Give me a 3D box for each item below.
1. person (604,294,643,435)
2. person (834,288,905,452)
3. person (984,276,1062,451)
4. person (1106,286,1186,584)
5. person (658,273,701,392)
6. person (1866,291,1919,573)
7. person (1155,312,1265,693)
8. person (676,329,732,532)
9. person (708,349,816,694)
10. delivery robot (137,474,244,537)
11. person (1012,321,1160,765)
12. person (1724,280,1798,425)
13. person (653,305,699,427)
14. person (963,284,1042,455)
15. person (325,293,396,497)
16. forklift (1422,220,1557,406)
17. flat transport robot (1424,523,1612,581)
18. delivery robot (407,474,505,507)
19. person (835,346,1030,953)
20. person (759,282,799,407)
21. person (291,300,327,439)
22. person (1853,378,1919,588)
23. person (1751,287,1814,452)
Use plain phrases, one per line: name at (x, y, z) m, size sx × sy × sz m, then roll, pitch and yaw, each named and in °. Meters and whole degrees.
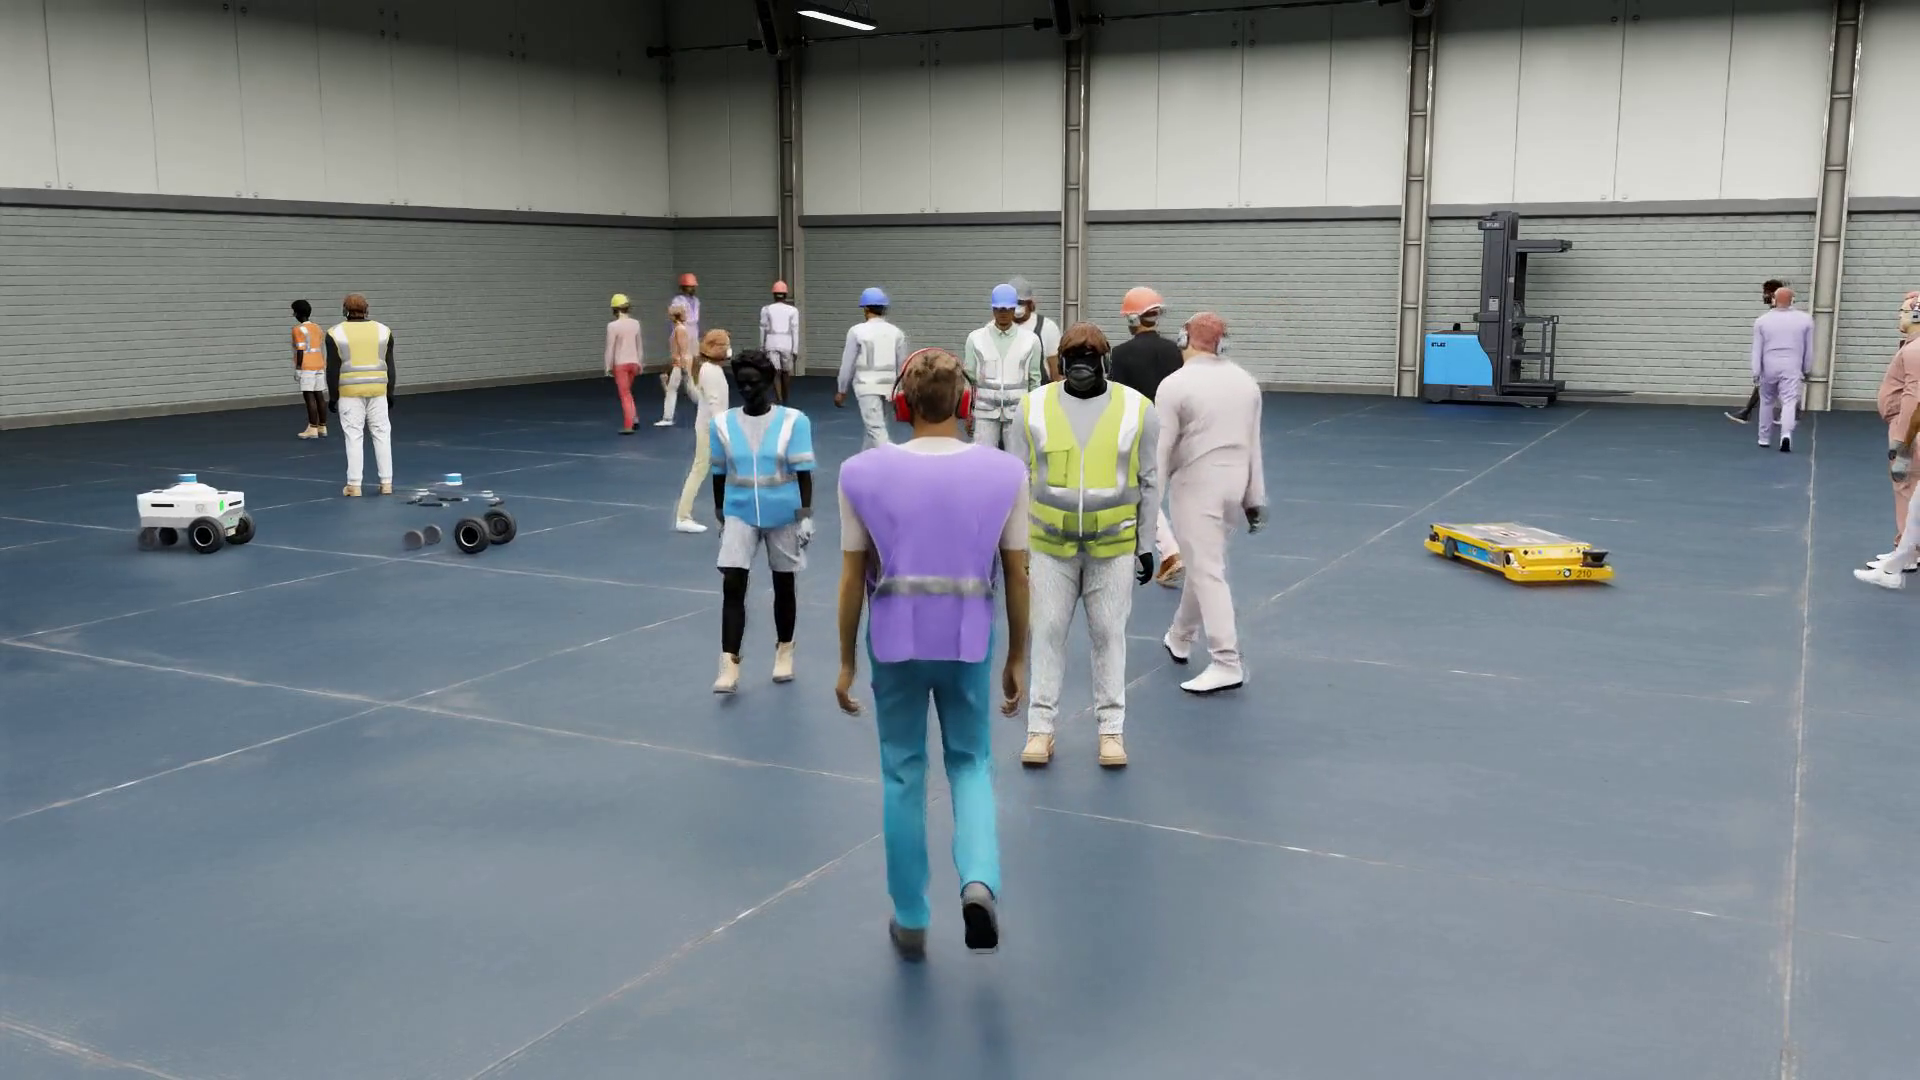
person at (-4.235, -2.203, 20.863) m, size 0.407 × 1.749 × 0.553 m, roll 6°, pitch 11°, yaw 34°
person at (-0.791, -1.378, 15.382) m, size 0.604 × 1.895 × 1.021 m, roll -8°, pitch 12°, yaw -42°
person at (0.531, -1.271, 14.386) m, size 0.704 × 2.000 × 0.763 m, roll 1°, pitch 9°, yaw 7°
person at (1.247, -0.701, 11.050) m, size 0.638 × 1.955 × 1.000 m, roll -5°, pitch 11°, yaw -30°
person at (-4.451, -3.274, 26.712) m, size 0.782 × 2.018 × 0.608 m, roll 6°, pitch 11°, yaw 33°
person at (6.506, -0.742, 11.403) m, size 0.408 × 1.909 × 0.638 m, roll 8°, pitch 12°, yaw 40°
person at (1.192, -0.213, 8.377) m, size 0.709 × 1.841 × 0.925 m, roll -7°, pitch 12°, yaw -38°
person at (-1.877, -0.856, 13.077) m, size 0.804 × 1.587 × 0.514 m, roll 0°, pitch 9°, yaw 2°
person at (-0.974, -0.082, 8.080) m, size 0.552 × 1.665 × 0.779 m, roll 1°, pitch 9°, yaw 4°
delivery robot at (-5.715, -0.248, 12.357) m, size 0.707 × 0.478 × 0.477 m, roll 1°, pitch 9°, yaw 7°
person at (0.507, 0.022, 6.893) m, size 0.627 × 1.843 × 0.429 m, roll 1°, pitch 9°, yaw 7°
person at (10.761, -2.495, 22.180) m, size 0.982 × 1.912 × 0.634 m, roll 3°, pitch 10°, yaw 17°
person at (-3.626, -2.301, 21.969) m, size 0.805 × 1.605 × 0.541 m, roll -1°, pitch 9°, yaw -6°
person at (0.319, -0.968, 12.668) m, size 0.601 × 1.949 × 0.384 m, roll 0°, pitch 9°, yaw 1°
person at (-5.483, -1.330, 15.231) m, size 0.619 × 1.845 × 0.430 m, roll -7°, pitch 11°, yaw -35°
forklift at (8.245, -3.527, 25.720) m, size 1.873 × 2.768 × 1.129 m, roll 5°, pitch 10°, yaw 27°
flat transport robot at (3.864, 0.063, 11.605) m, size 0.652 × 0.197 × 1.431 m, roll -2°, pitch 9°, yaw -10°
delivery robot at (-3.751, -0.377, 12.355) m, size 0.698 × 0.223 × 0.335 m, roll 2°, pitch 9°, yaw 11°
person at (-0.078, 0.352, 4.911) m, size 0.576 × 1.831 × 0.488 m, roll -1°, pitch 9°, yaw -9°
person at (-2.613, -2.776, 24.019) m, size 0.565 × 1.883 × 0.989 m, roll -2°, pitch 9°, yaw -11°
person at (-7.998, -2.096, 20.420) m, size 0.323 × 1.690 × 0.536 m, roll 1°, pitch 9°, yaw 9°
person at (6.086, -0.555, 10.482) m, size 0.553 × 1.830 × 0.808 m, roll -6°, pitch 11°, yaw -34°
person at (9.441, -1.970, 19.114) m, size 0.640 × 1.867 × 0.950 m, roll 4°, pitch 10°, yaw 24°
